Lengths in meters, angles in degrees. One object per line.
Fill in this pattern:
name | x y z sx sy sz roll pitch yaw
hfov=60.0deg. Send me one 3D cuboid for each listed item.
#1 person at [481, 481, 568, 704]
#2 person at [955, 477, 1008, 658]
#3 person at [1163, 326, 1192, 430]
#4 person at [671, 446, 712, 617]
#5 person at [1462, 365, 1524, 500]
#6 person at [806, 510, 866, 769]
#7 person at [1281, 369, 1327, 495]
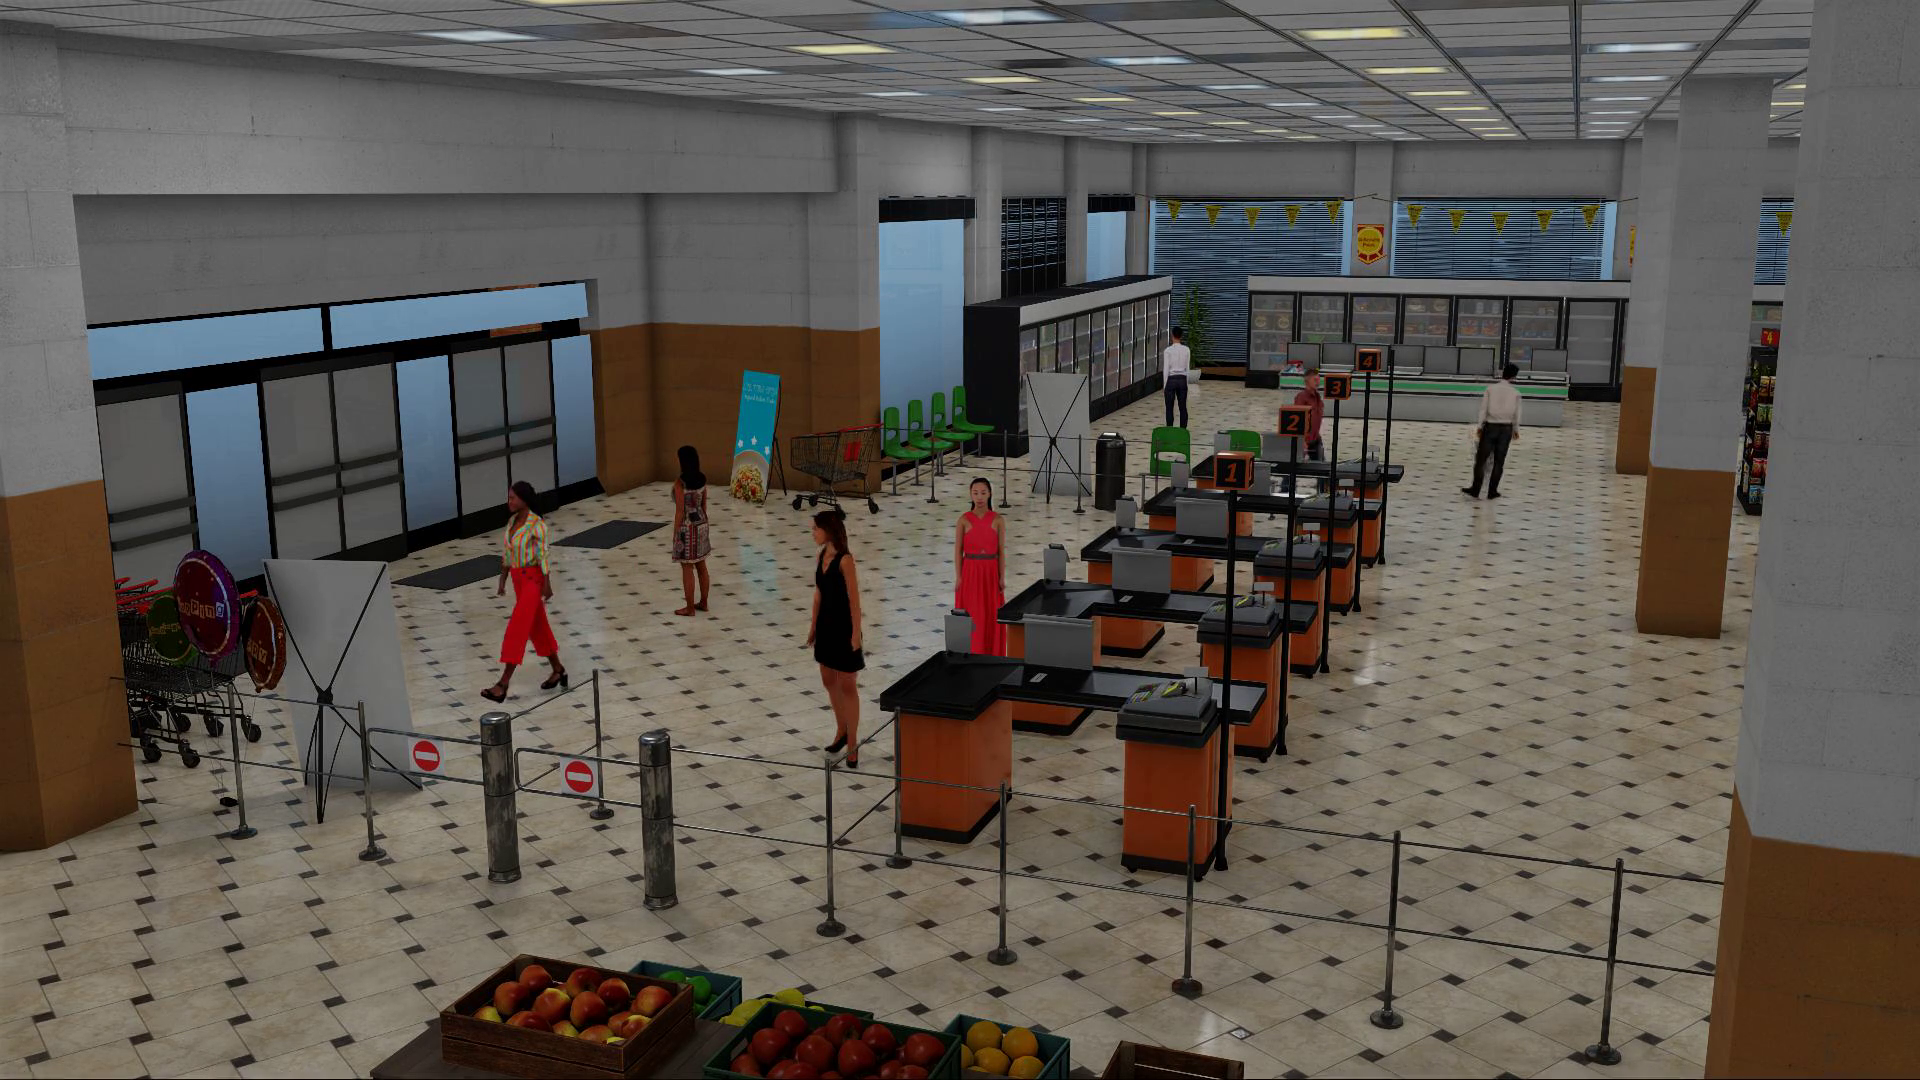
person | -3.387 0.415 13.332 1.117 1.748 0.918 10 15 38
person | 0.164 0.333 13.771 0.652 1.727 0.764 -1 12 -6
person | 3.534 -2.557 27.155 0.697 1.868 0.783 -3 12 -14
person | -2.590 -0.098 16.017 0.599 1.645 0.692 7 14 31
person | 7.068 -1.407 21.951 0.567 1.762 0.937 0 12 1
person | -0.813 0.707 11.771 0.646 1.821 0.772 8 14 33
person | 4.335 -1.265 21.211 1.050 1.790 1.251 -11 16 -42
